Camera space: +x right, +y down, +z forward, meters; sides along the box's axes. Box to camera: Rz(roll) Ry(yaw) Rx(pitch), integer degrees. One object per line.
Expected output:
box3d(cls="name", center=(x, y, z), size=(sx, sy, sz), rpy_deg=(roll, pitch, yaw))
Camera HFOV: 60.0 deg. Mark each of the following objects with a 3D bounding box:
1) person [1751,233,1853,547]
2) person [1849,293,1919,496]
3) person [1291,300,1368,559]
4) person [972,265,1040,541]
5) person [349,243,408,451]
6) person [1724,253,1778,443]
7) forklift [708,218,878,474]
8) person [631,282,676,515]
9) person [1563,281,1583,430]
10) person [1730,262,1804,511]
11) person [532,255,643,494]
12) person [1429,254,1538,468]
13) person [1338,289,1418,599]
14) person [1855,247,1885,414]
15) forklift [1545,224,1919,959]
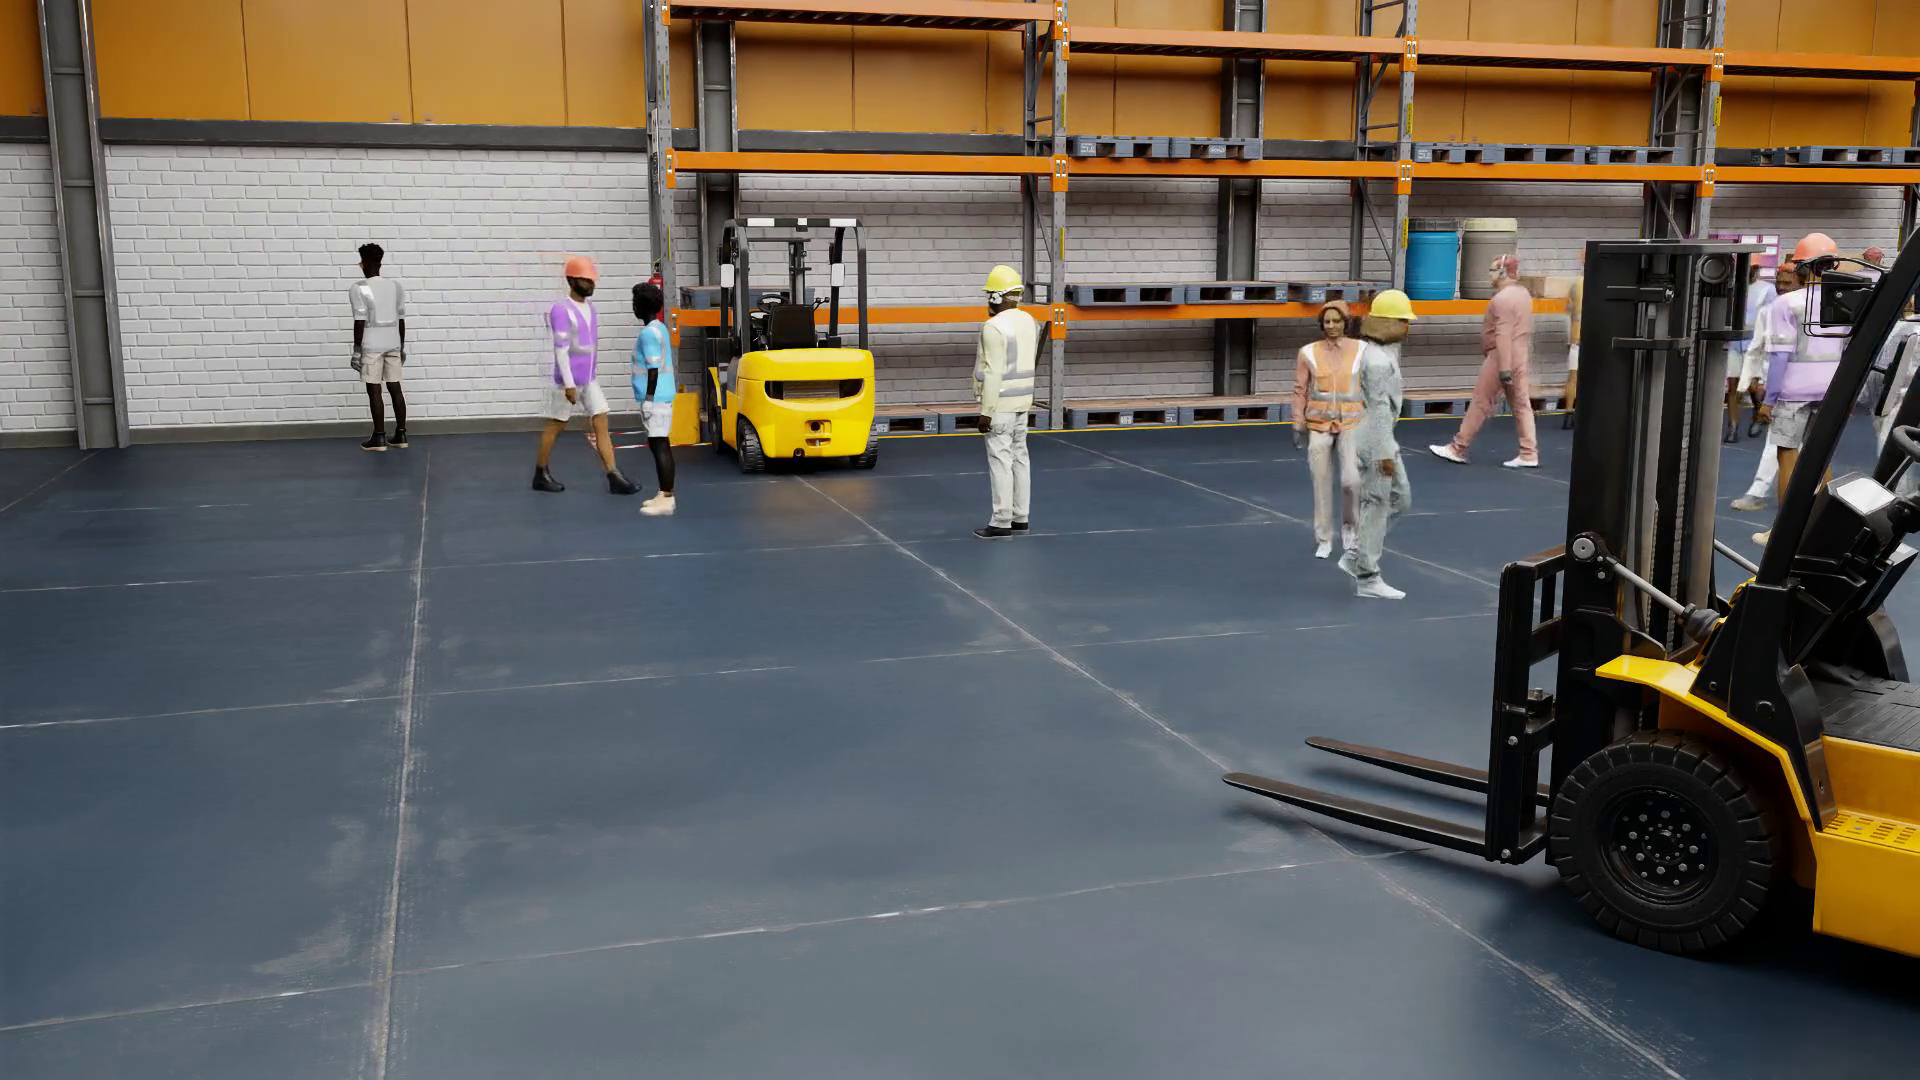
box3d(cls="person", center=(5.464, -0.952, 10.783), size=(0.614, 2.043, 0.374), rpy_deg=(-2, 11, -13))
box3d(cls="person", center=(6.486, -0.993, 11.675), size=(0.766, 1.803, 0.600), rpy_deg=(-3, 11, -17))
box3d(cls="person", center=(2.350, -0.685, 10.448), size=(0.549, 1.625, 0.372), rpy_deg=(4, 11, 19))
box3d(cls="person", center=(0.290, -0.912, 11.141), size=(0.404, 1.830, 0.602), rpy_deg=(6, 12, 30))
box3d(cls="person", center=(-5.535, -1.833, 15.825), size=(0.361, 1.963, 0.612), rpy_deg=(6, 12, 31))
box3d(cls="person", center=(7.722, -1.906, 16.328), size=(0.585, 1.927, 0.545), rpy_deg=(9, 14, 42))
box3d(cls="forklift", center=(-1.522, -1.778, 14.899), size=(1.214, 2.155, 2.313), rpy_deg=(-3, 11, -17))
box3d(cls="person", center=(-2.241, -1.029, 12.157), size=(0.317, 1.695, 0.540), rpy_deg=(-1, 10, -3))
box3d(cls="person", center=(6.719, -2.129, 17.659), size=(0.593, 1.883, 0.987), rpy_deg=(9, 14, 40))
box3d(cls="person", center=(6.201, -1.152, 12.436), size=(0.951, 1.843, 0.592), rpy_deg=(-4, 11, -22))
box3d(cls="person", center=(-3.007, -1.288, 13.090), size=(0.999, 1.883, 0.563), rpy_deg=(5, 11, 24))
box3d(cls="person", center=(4.699, -1.571, 14.682), size=(0.974, 1.862, 0.649), rpy_deg=(9, 14, 40))
box3d(cls="person", center=(2.368, -0.523, 9.270), size=(0.346, 1.730, 0.515), rpy_deg=(3, 11, 15))
box3d(cls="person", center=(10.362, -2.385, 19.017), size=(0.641, 1.908, 0.407), rpy_deg=(4, 11, 22))
box3d(cls="forklift", center=(2.909, 0.117, 4.508), size=(2.313, 2.155, 1.214), rpy_deg=(9, 14, 40))
